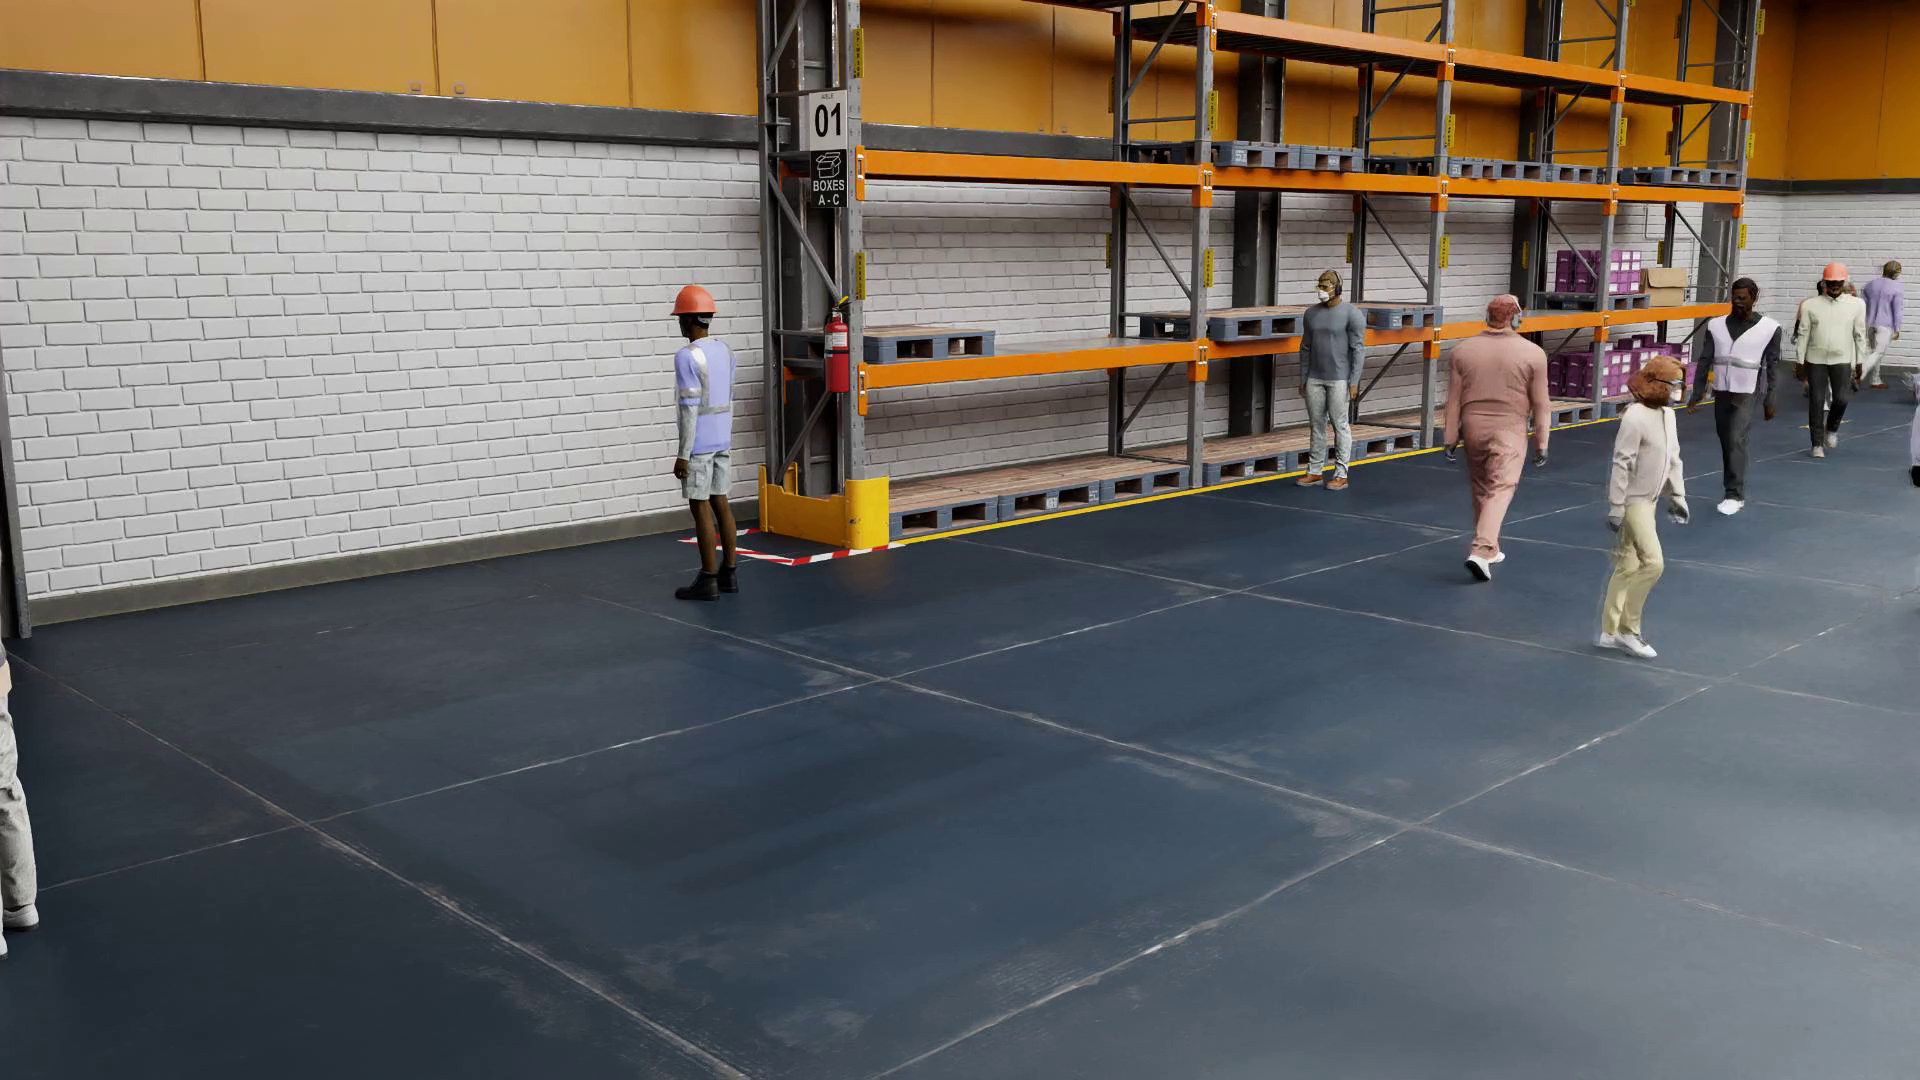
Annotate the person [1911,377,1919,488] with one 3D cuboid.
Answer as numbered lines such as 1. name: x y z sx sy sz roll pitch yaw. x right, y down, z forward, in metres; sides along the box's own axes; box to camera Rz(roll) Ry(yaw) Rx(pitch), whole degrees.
1. person: 5.994 -0.448 9.797 0.623 1.821 0.630 -7 12 -32

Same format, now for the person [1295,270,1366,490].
1. person: 3.273 -1.412 14.722 0.359 1.938 0.632 -9 14 -41

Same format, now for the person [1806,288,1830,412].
1. person: 11.170 -2.489 21.487 0.513 1.608 0.804 0 10 2

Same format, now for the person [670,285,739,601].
1. person: -1.604 -0.593 10.261 0.373 1.934 0.552 5 11 24

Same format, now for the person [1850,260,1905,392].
1. person: 13.155 -3.062 23.860 0.903 1.900 0.644 -4 11 -22

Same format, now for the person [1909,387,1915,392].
1. person: 13.937 -2.899 23.158 0.997 1.827 0.602 3 11 17

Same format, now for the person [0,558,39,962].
1. person: -3.099 0.497 5.130 0.308 1.639 0.523 -1 10 -4

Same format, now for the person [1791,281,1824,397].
1. person: 11.843 -2.796 23.038 0.589 1.661 0.572 6 12 29

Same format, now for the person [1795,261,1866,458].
1. person: 8.811 -1.827 16.864 0.637 1.977 0.536 5 11 25

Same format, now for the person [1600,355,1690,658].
1. person: 3.644 -0.175 8.836 0.468 1.608 0.532 9 14 40

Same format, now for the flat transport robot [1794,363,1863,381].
1. flat transport robot: 13.504 -2.623 25.879 0.652 0.197 1.431 3 11 14

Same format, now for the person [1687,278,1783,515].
1. person: 6.230 -1.159 13.476 0.753 1.891 0.598 -7 13 -35

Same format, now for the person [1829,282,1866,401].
1. person: 12.005 -2.698 22.617 0.510 1.625 0.462 5 11 23

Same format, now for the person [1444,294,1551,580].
1. person: 3.533 -0.688 10.989 0.660 1.867 0.974 8 13 36
